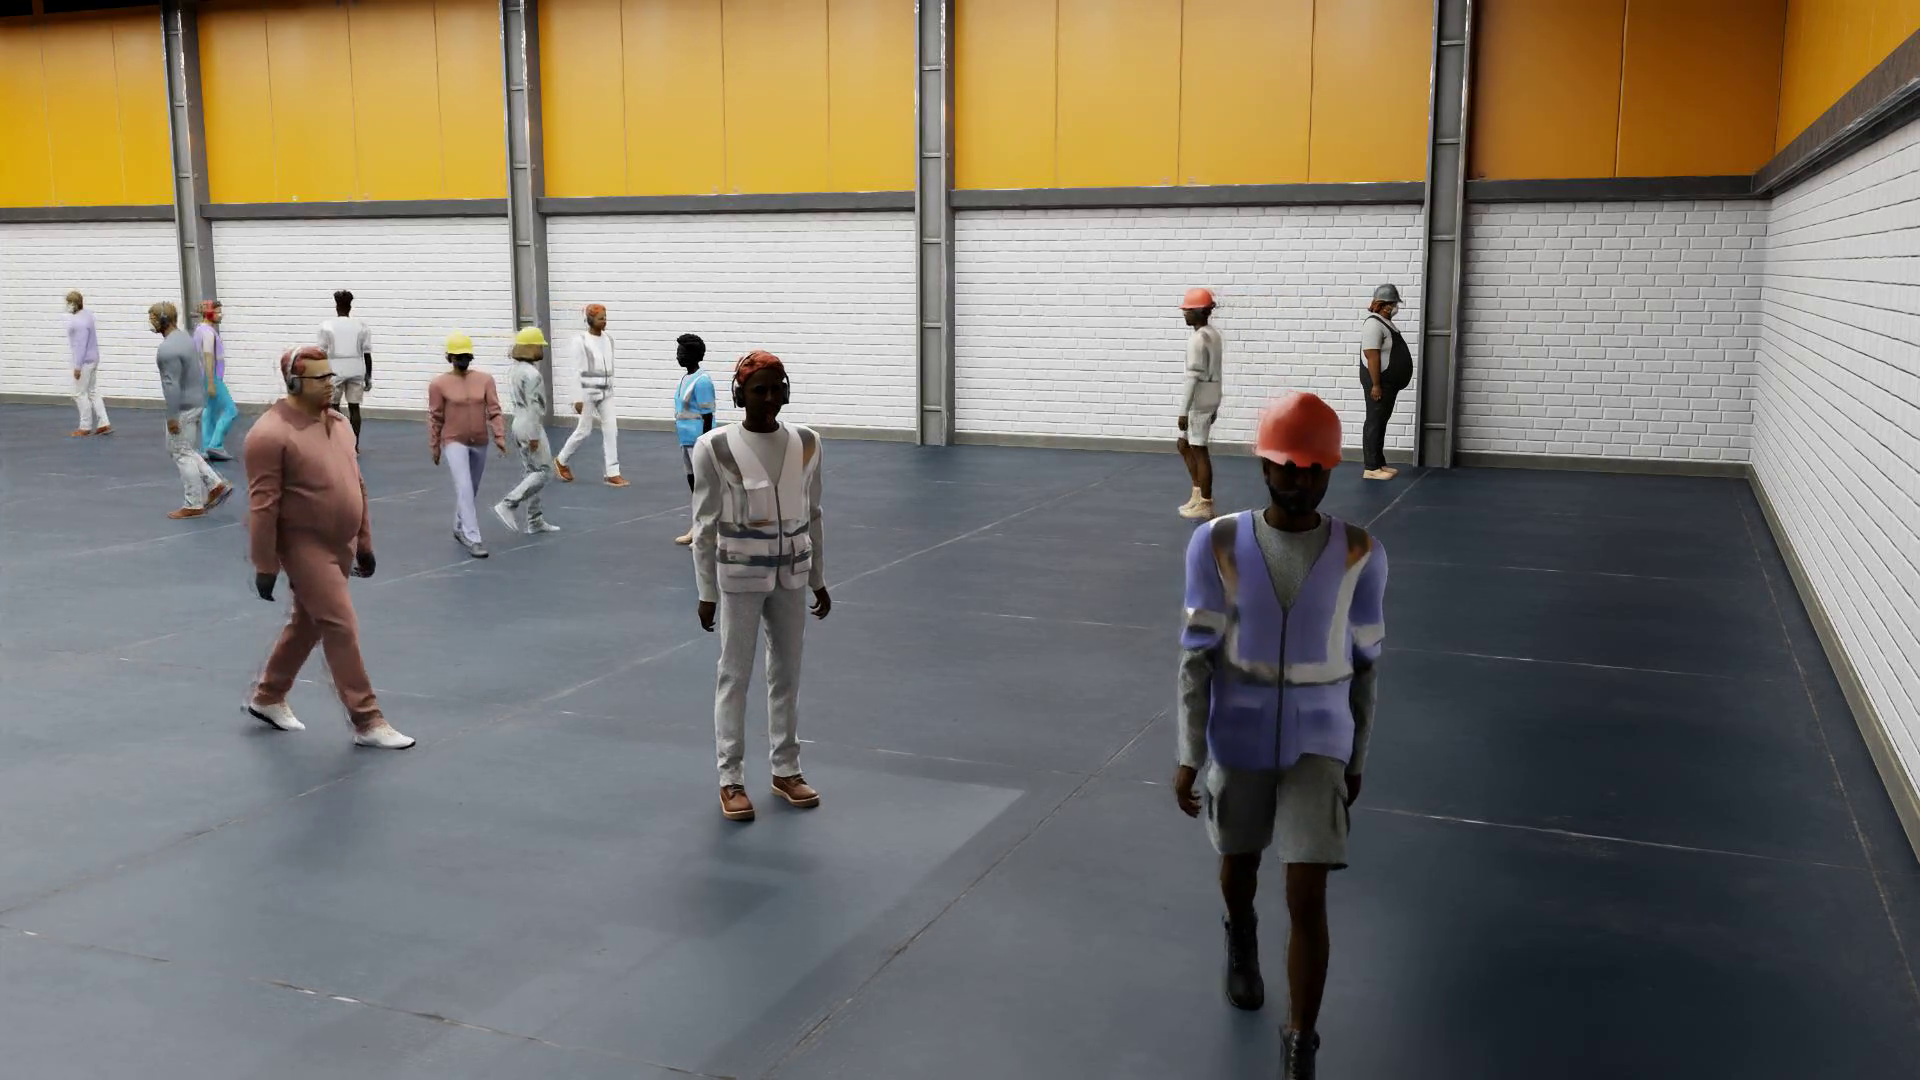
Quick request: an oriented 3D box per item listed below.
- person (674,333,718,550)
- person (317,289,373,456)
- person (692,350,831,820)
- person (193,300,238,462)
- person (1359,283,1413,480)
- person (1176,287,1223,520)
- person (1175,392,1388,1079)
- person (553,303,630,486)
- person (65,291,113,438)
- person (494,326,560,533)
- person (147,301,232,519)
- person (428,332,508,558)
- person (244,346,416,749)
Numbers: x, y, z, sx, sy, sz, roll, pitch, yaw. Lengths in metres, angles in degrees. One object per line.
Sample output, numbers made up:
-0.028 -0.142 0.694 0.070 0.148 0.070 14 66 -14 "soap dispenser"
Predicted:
-2.075 -0.770 13.047 0.317 1.695 0.540 -5 11 -27 "person"
-7.142 -1.932 19.324 0.629 1.946 0.430 -5 11 -30 "person"
-0.796 0.177 6.740 0.587 1.882 0.341 -6 11 -33 "person"
-8.437 -1.791 18.824 0.490 1.825 0.601 -6 11 -31 "person"
4.459 -1.661 17.408 0.538 2.000 0.684 4 10 24 "person"
2.024 -1.179 14.508 0.524 2.029 0.635 4 10 22 "person"
0.880 0.527 4.601 0.546 1.901 0.959 2 10 10 "person"
-3.763 -1.473 16.856 0.865 1.860 0.593 6 11 34 "person"
-11.347 -2.280 21.622 0.427 1.912 0.693 -4 10 -22 "person"
-3.577 -0.889 13.684 0.480 1.732 0.488 -6 11 -31 "person"
-6.791 -1.131 14.567 0.486 1.917 0.653 -2 10 -11 "person"
-3.833 -0.752 12.875 0.527 1.720 0.920 -8 12 -39 "person"
-3.004 0.027 7.736 0.971 1.866 0.654 2 10 14 "person"
